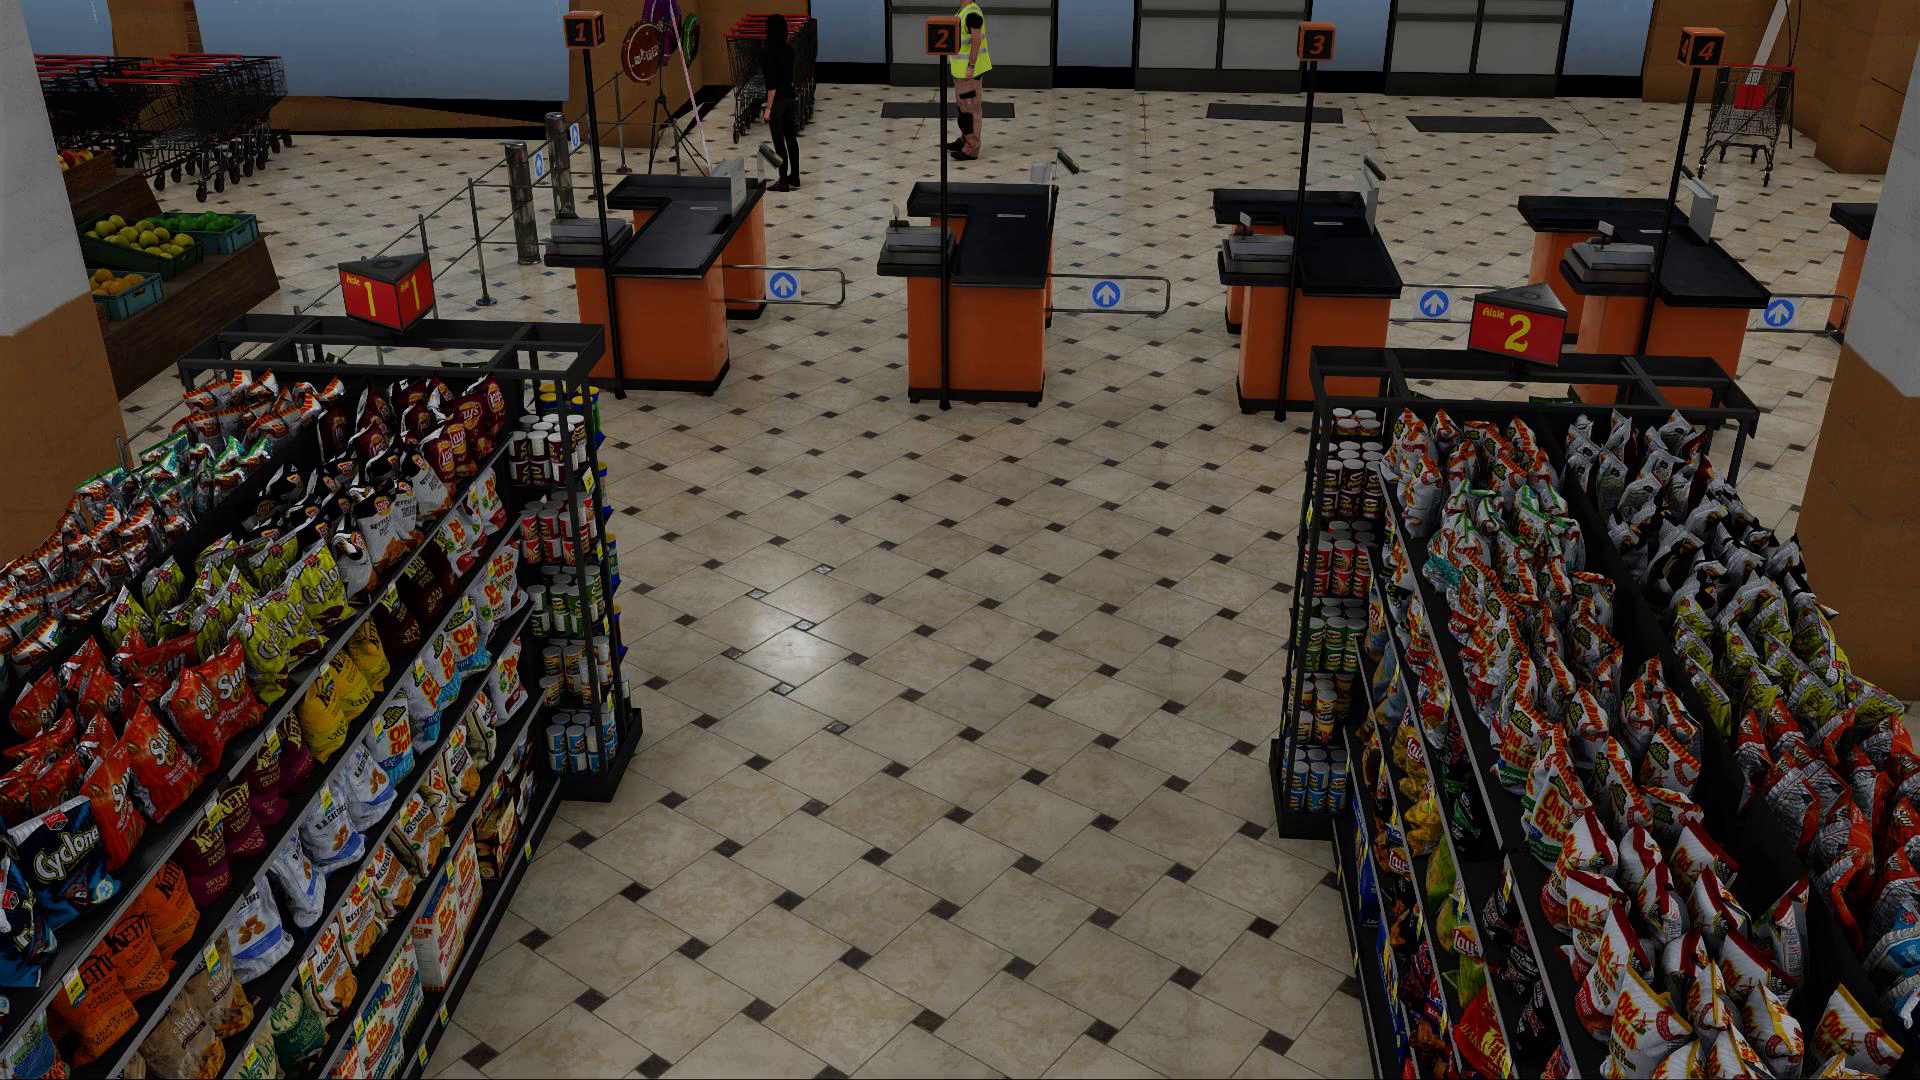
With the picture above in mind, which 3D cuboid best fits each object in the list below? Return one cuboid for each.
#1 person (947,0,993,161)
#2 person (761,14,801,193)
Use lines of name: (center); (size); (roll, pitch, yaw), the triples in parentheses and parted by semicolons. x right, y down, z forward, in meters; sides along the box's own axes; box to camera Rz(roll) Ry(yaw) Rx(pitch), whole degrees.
person: (0.065, -4.840, 16.977); (0.832, 1.847, 0.741); (-4, 27, -9)
person: (-1.705, -4.176, 15.895); (0.710, 1.641, 0.569); (14, 30, 25)
